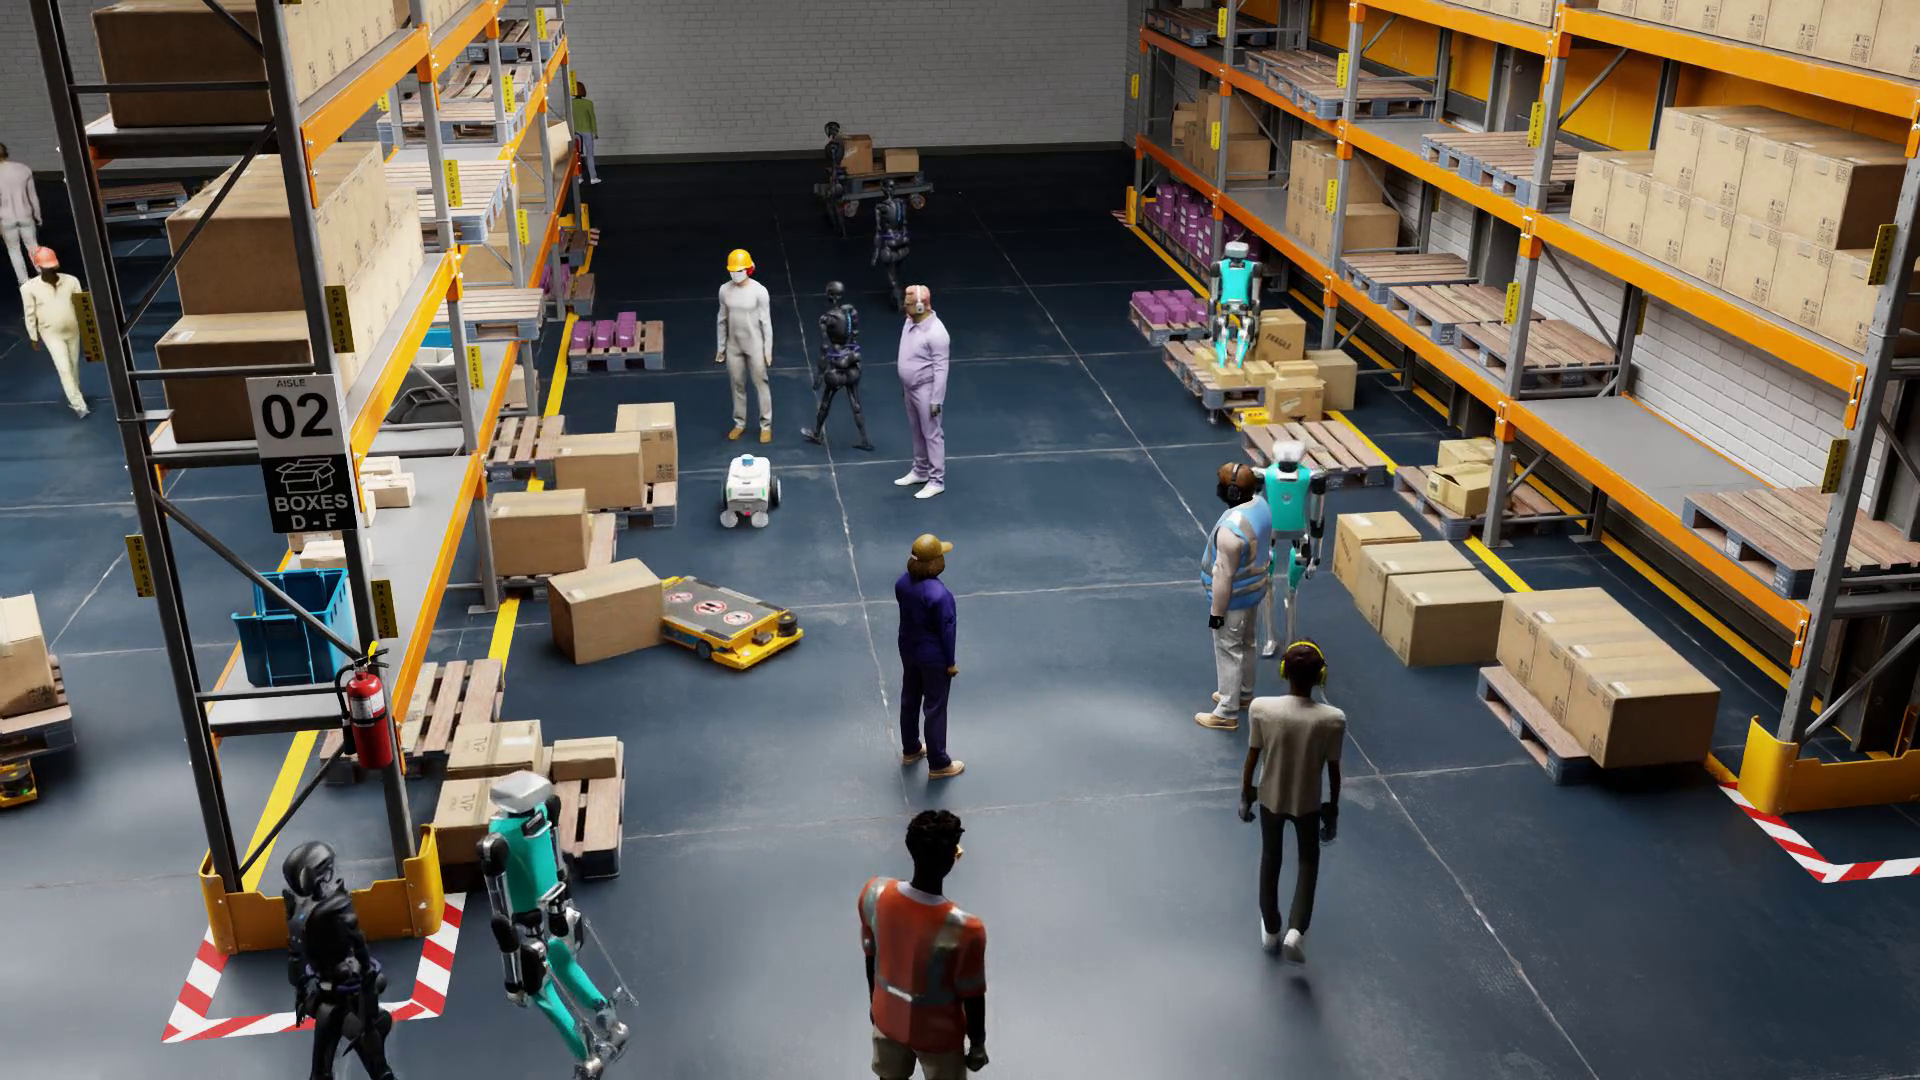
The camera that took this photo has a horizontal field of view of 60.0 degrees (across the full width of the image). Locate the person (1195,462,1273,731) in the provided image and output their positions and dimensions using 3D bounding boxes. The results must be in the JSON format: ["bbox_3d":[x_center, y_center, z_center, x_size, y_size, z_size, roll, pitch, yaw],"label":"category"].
[{"bbox_3d":[1.790,0.359,10.921,0.431,1.835,0.622,12,27,26],"label":"person"}]

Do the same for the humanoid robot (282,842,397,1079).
[{"bbox_3d":[-2.712,2.035,7.347,0.583,1.640,0.689,14,27,29],"label":"humanoid robot"}]

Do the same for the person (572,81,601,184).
[{"bbox_3d":[-6.139,-6.623,27.065,0.498,1.633,0.288,3,24,7],"label":"person"}]

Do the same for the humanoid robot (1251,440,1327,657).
[{"bbox_3d":[2.268,0.082,11.742,0.552,1.832,0.819,4,24,9],"label":"humanoid robot"}]

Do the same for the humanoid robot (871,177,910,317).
[{"bbox_3d":[-0.831,-3.523,19.971,0.559,1.639,0.590,18,29,34],"label":"humanoid robot"}]

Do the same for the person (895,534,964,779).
[{"bbox_3d":[-0.191,0.712,10.366,0.333,1.623,0.450,-19,30,-37],"label":"person"}]

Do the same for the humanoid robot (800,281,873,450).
[{"bbox_3d":[-1.173,-1.668,15.752,0.730,1.630,0.600,16,28,31],"label":"humanoid robot"}]

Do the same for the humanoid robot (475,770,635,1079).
[{"bbox_3d":[-1.738,1.907,7.528,0.696,1.795,0.571,8,25,17],"label":"humanoid robot"}]

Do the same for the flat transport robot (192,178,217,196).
[{"bbox_3d":[-11.428,-5.617,26.474,1.431,0.231,0.659,-9,25,-20],"label":"flat transport robot"}]

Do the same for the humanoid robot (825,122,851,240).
[{"bbox_3d":[-1.742,-5.060,23.461,0.372,1.647,0.612,0,24,-1],"label":"humanoid robot"}]

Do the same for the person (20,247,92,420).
[{"bbox_3d":[-8.888,-2.055,16.549,0.839,1.712,0.589,19,30,36],"label":"person"}]

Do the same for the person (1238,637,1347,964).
[{"bbox_3d":[1.692,1.369,8.594,0.510,1.856,0.514,6,24,12],"label":"person"}]

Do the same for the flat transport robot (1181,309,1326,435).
[{"bbox_3d":[2.965,-1.374,16.809,0.659,0.231,1.431,-3,24,-8],"label":"flat transport robot"}]

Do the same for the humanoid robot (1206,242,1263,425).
[{"bbox_3d":[2.694,-1.987,16.375,0.546,1.784,0.773,2,24,4],"label":"humanoid robot"}]

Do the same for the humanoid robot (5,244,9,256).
[{"bbox_3d":[-13.278,-4.745,22.766,0.609,1.639,0.625,-13,27,-28],"label":"humanoid robot"}]

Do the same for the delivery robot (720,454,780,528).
[{"bbox_3d":[-1.831,-0.449,14.363,0.519,0.609,0.781,-2,24,-4],"label":"delivery robot"}]

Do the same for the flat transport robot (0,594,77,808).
[{"bbox_3d":[-6.312,1.351,10.599,0.659,0.231,1.431,-14,27,-28],"label":"flat transport robot"}]

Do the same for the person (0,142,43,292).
[{"bbox_3d":[-11.793,-4.011,20.758,0.646,1.922,0.517,-21,31,-39],"label":"person"}]

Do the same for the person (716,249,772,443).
[{"bbox_3d":[-2.062,-1.851,15.885,0.564,1.888,0.379,7,25,15],"label":"person"}]

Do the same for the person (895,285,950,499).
[{"bbox_3d":[-0.348,-1.307,14.624,0.402,1.905,0.641,-12,26,-25],"label":"person"}]

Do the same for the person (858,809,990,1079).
[{"bbox_3d":[-0.148,2.006,7.019,0.603,1.955,0.393,15,28,31],"label":"person"}]

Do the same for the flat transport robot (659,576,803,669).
[{"bbox_3d":[-1.917,0.581,12.354,1.431,0.231,0.659,16,29,33],"label":"flat transport robot"}]

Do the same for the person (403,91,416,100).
[{"bbox_3d":[-8.188,-5.834,25.050,0.770,1.809,0.640,17,29,34],"label":"person"}]
